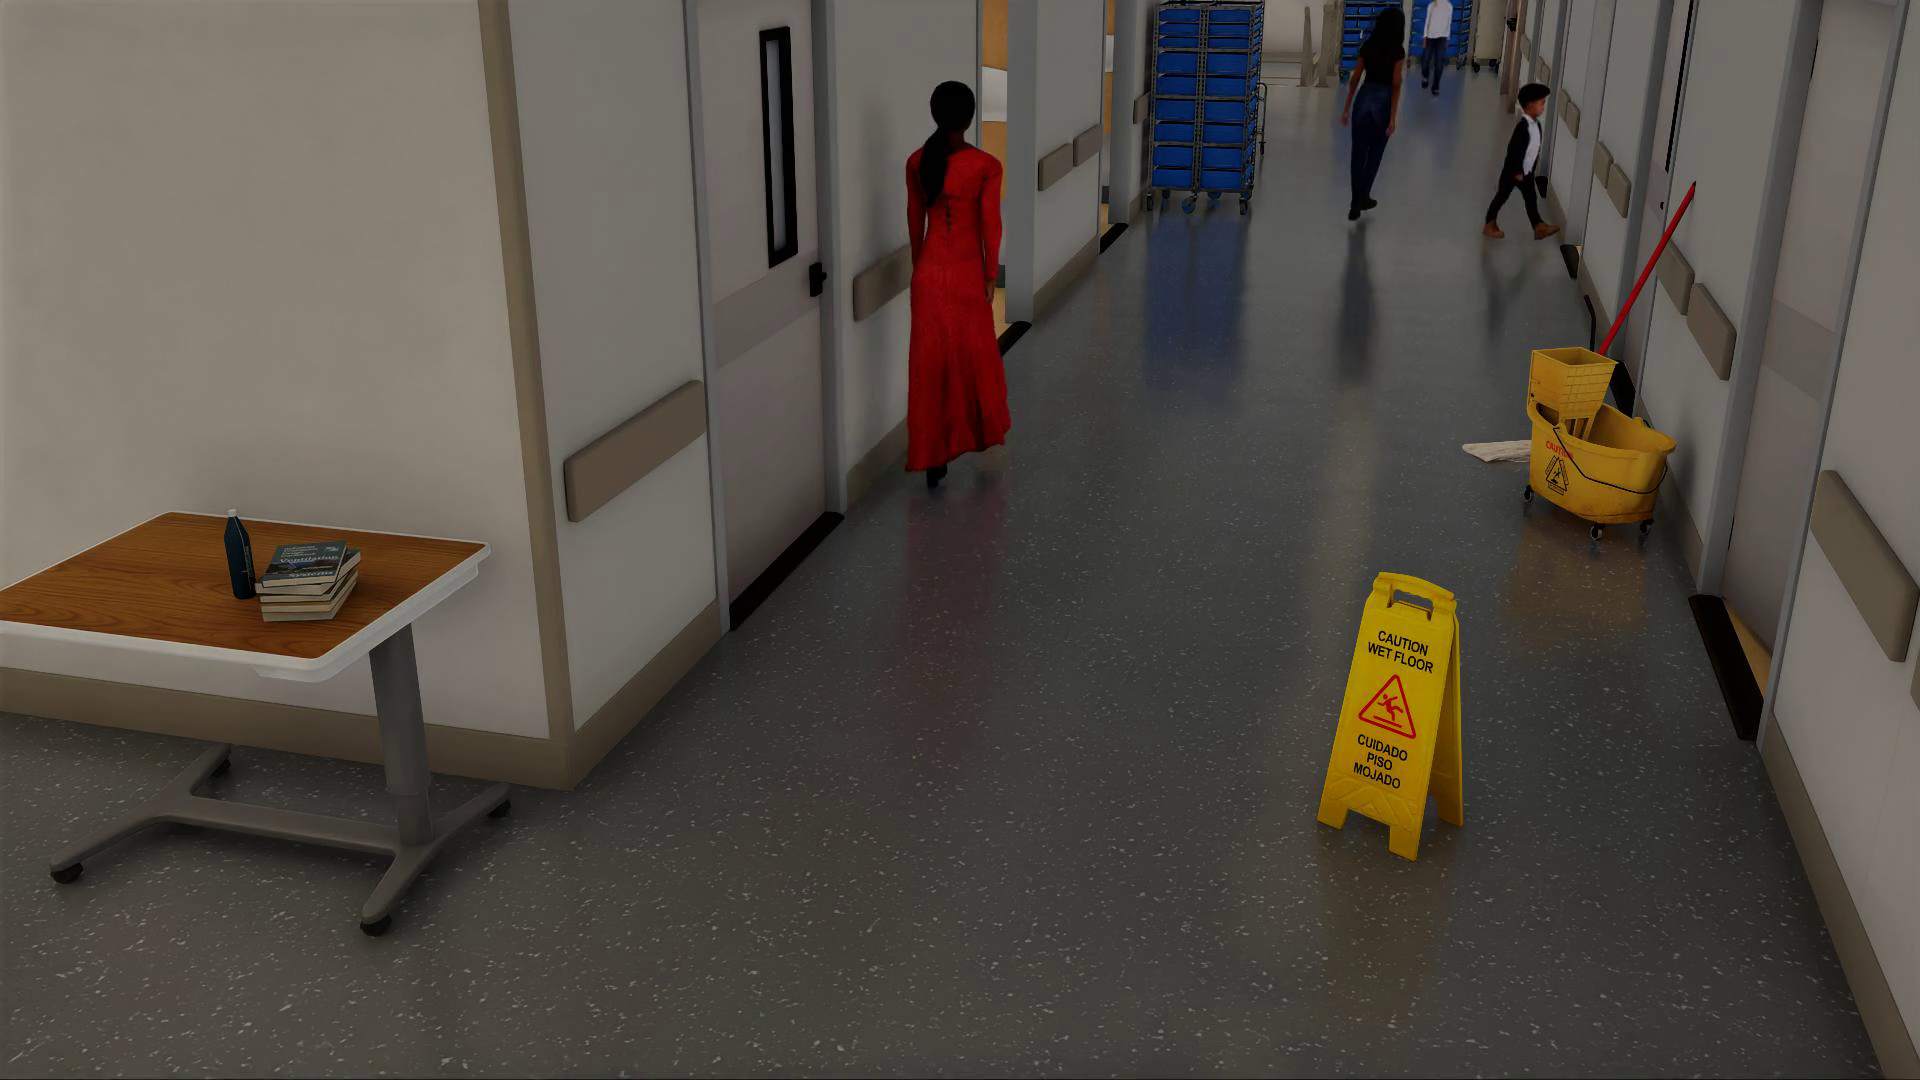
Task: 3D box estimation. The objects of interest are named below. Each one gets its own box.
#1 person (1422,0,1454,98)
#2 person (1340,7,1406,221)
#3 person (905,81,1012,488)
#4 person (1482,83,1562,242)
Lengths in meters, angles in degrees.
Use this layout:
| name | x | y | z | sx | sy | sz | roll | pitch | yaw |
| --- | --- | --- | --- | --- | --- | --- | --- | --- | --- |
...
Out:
| name | x | y | z | sx | sy | sz | roll | pitch | yaw |
| --- | --- | --- | --- | --- | --- | --- | --- | --- | --- |
| person | 6.683 | -7.034 | 23.344 | 0.562 | 1.547 | 0.867 | 3 | 21 | 9 |
| person | 3.415 | -3.487 | 13.782 | 0.805 | 1.686 | 1.241 | 8 | 22 | 20 |
| person | -0.079 | -1.085 | 7.344 | 0.614 | 1.755 | 1.015 | 5 | 21 | 13 |
| person | 4.336 | -2.943 | 13.048 | 0.860 | 1.190 | 0.874 | -14 | 25 | -33 |
